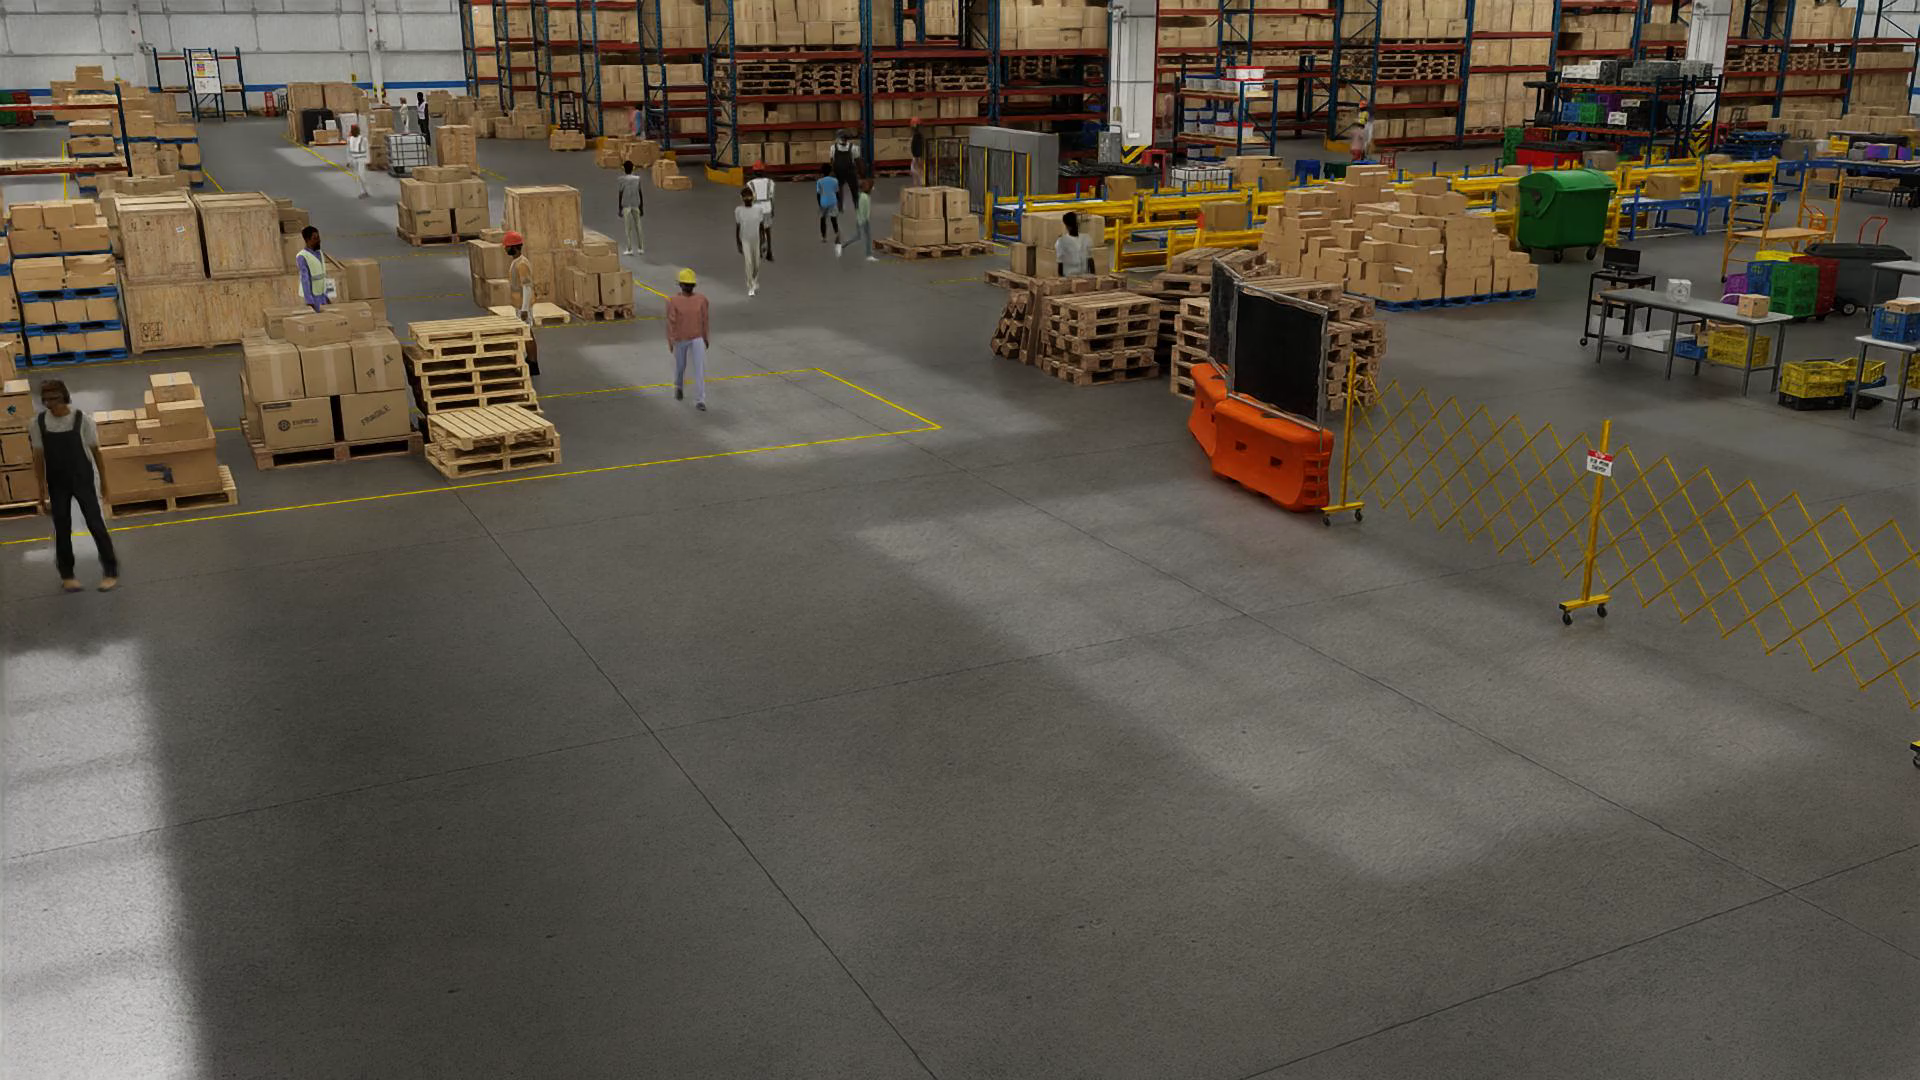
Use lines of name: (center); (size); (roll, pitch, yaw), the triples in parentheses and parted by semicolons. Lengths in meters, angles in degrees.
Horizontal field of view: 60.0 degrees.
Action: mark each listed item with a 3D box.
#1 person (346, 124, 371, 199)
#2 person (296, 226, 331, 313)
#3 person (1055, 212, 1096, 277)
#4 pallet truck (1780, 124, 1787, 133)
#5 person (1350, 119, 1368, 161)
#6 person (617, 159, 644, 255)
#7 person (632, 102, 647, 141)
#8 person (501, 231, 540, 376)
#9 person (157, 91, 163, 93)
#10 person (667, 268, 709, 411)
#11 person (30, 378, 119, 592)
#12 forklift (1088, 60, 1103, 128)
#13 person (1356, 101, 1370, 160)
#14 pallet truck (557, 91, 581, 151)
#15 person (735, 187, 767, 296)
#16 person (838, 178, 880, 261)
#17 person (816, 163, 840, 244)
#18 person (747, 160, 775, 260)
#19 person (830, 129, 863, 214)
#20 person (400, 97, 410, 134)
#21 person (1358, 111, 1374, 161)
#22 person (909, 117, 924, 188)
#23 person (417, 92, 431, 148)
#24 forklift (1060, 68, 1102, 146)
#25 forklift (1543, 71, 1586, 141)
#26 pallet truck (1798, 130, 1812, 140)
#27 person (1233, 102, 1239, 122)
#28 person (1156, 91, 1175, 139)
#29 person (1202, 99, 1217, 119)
person: (-15.549, -9.741, 42.846); (0.574, 1.858, 0.731); (6, 19, 19)
person: (-8.819, -3.327, 22.757); (0.392, 1.920, 0.588); (1, 18, 2)
person: (1.726, -3.832, 24.344); (0.724, 1.919, 0.364); (-8, 20, -25)
pallet truck: (25.206, -12.542, 52.601); (1.601, 1.201, 0.680); (0, 18, -2)
person: (11.366, -11.067, 47.197); (0.879, 1.721, 0.545); (-8, 19, -24)
person: (-6.548, -6.608, 33.066); (0.532, 1.868, 0.310); (-10, 20, -28)
person: (-10.321, -13.303, 54.041); (0.918, 1.798, 0.655); (-8, 20, -24)
person: (-5.864, -3.149, 22.173); (0.373, 1.933, 0.549); (-7, 19, -21)
person: (-31.354, -16.793, 65.247); (0.837, 1.602, 0.519); (-3, 18, -10)
person: (-3.363, -2.510, 20.522); (0.532, 1.731, 0.882); (-7, 19, -20)
person: (-7.460, -0.466, 13.972); (0.528, 1.841, 0.365); (-4, 18, -11)
forklift: (4.825, -17.670, 65.922); (1.129, 2.768, 1.873); (-10, 20, -27)
person: (12.778, -12.967, 52.800); (0.470, 1.923, 0.552); (-8, 19, -23)
pallet truck: (-13.495, -14.412, 57.188); (0.823, 1.965, 1.885); (-3, 18, -9)
person: (-3.574, -5.120, 28.460); (0.531, 1.848, 0.523); (-4, 18, -13)
person: (-1.972, -6.215, 32.268); (0.744, 1.599, 0.516); (4, 18, 12)
person: (-2.727, -7.002, 34.609); (0.534, 1.674, 0.769); (-7, 19, -21)
person: (-3.877, -6.446, 32.511); (0.537, 1.915, 0.889); (-3, 18, -10)
person: (-2.680, -8.750, 39.467); (0.853, 2.000, 0.535); (1, 18, 4)
person: (-20.025, -15.133, 60.012); (0.307, 1.641, 0.513); (-7, 19, -21)
person: (12.022, -11.799, 49.356); (0.868, 1.804, 0.584); (-13, 22, -35)
person: (-1.135, -10.179, 44.017); (0.473, 1.977, 0.645); (0, 18, -1)
person: (-18.821, -14.745, 58.372); (0.587, 1.911, 0.397); (15, 23, 38)
forklift: (3.645, -14.029, 54.570); (1.873, 2.768, 1.129); (-9, 20, -26)
forklift: (18.685, -13.231, 52.085); (1.873, 2.768, 1.129); (-9, 20, -26)
pallet truck: (25.526, -11.556, 49.408); (1.630, 1.274, 0.653); (-9, 20, -26)
person: (9.952, -15.255, 59.779); (0.502, 2.019, 0.720); (7, 19, 21)
person: (7.804, -16.046, 62.475); (0.683, 1.871, 0.880); (-14, 22, -36)
person: (9.111, -15.388, 60.461); (0.680, 1.867, 0.856); (-11, 21, -31)
